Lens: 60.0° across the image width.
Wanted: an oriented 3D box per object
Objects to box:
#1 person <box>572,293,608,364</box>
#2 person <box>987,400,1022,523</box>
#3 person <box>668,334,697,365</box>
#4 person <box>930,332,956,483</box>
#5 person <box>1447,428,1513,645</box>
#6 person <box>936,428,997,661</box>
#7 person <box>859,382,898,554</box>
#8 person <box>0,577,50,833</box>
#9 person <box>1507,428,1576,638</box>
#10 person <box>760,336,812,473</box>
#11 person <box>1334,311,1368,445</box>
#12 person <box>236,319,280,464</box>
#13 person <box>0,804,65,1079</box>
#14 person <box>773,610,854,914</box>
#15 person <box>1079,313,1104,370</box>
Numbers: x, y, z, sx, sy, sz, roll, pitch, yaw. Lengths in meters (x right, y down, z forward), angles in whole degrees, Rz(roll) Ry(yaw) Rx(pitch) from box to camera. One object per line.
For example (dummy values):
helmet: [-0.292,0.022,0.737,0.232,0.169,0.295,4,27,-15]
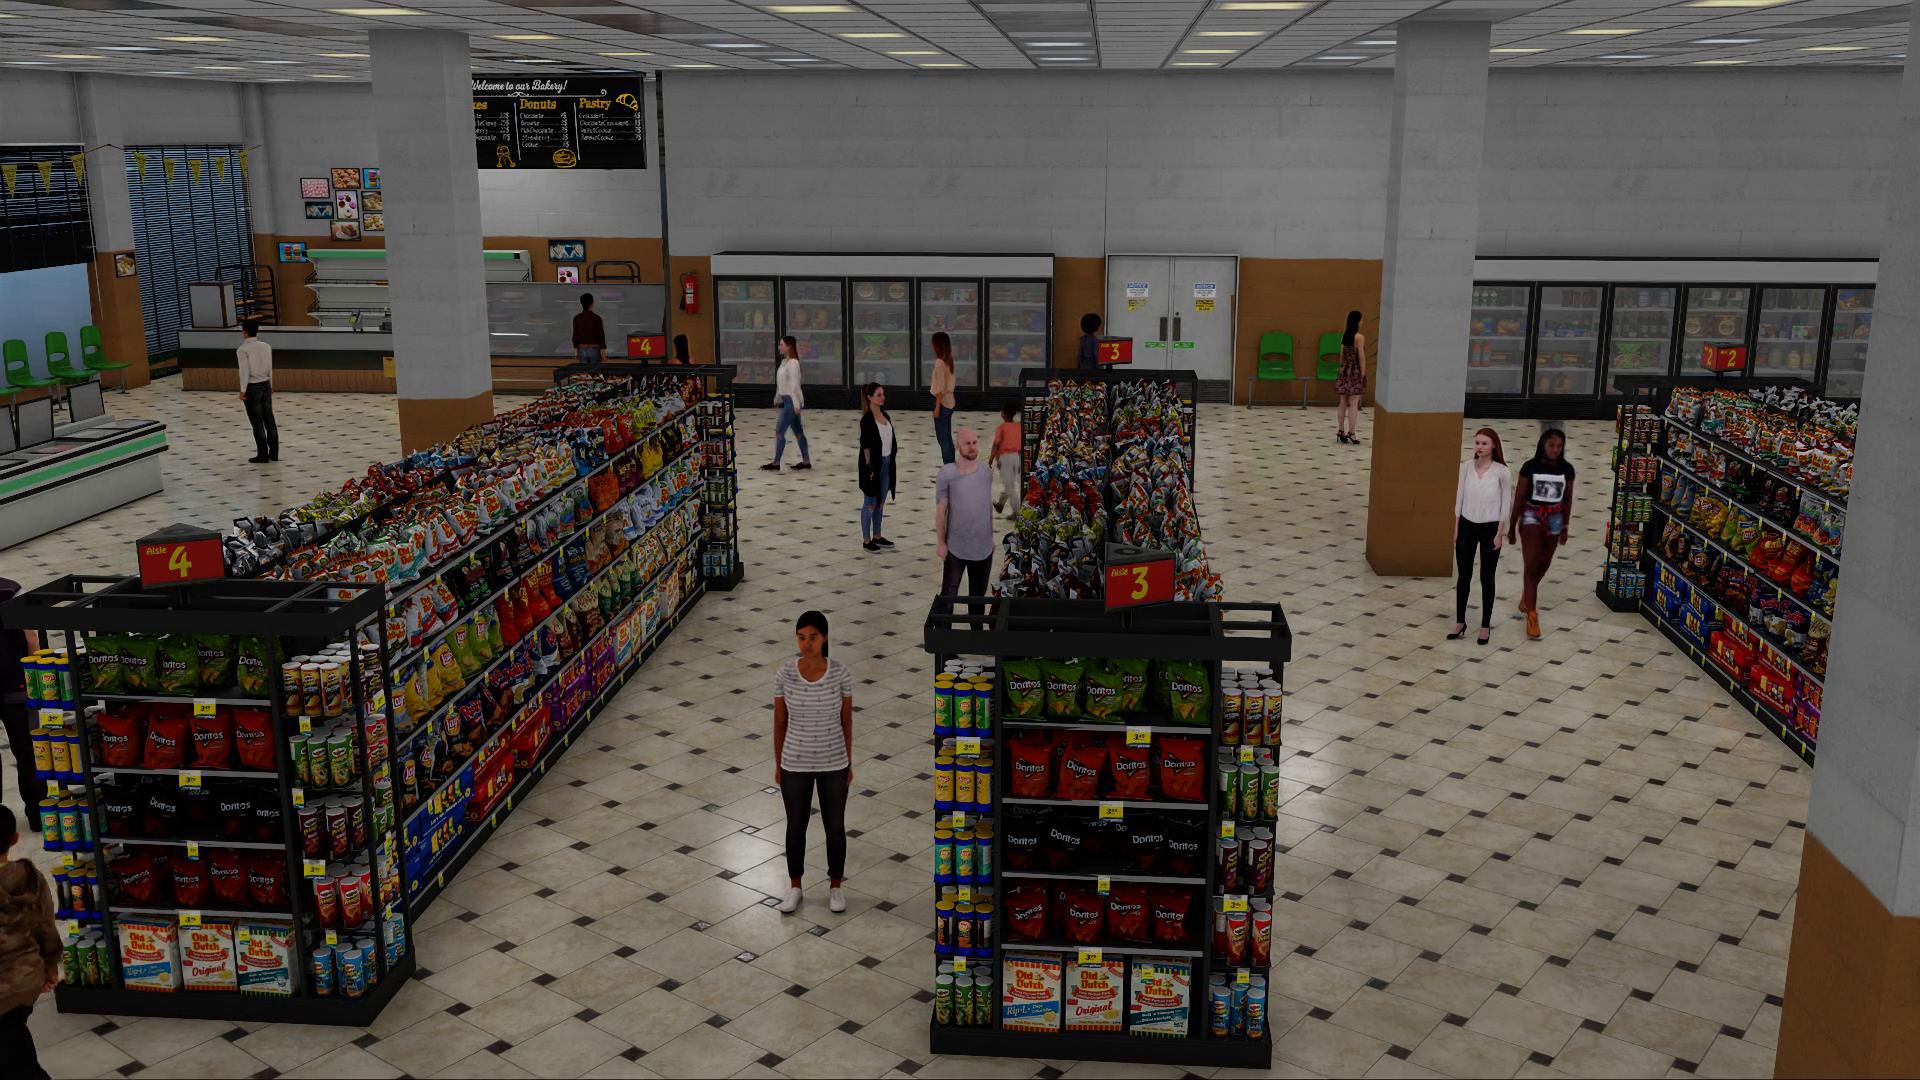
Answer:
person: [-5.499,-2.773,24.699,0.648,1.782,0.515,2,14,7]
person: [0.552,-0.816,17.684,0.822,1.283,0.929,-9,16,-33]
person: [-3.450,-1.751,20.735,0.720,1.663,0.635,12,18,42]
person: [-0.193,-1.578,19.752,0.692,1.790,0.524,4,14,15]
person: [4.210,-0.040,13.475,0.665,1.760,0.674,10,17,35]
person: [0.060,0.022,13.055,0.768,1.837,0.790,-8,16,-30]
person: [-0.843,-0.729,16.477,0.771,1.684,0.646,8,16,30]
person: [-5.628,0.828,9.709,0.734,1.848,0.717,-5,14,-19]
person: [4.824,-0.090,13.853,0.624,1.679,1.159,2,14,6]
person: [-1.971,-1.640,20.266,0.888,1.670,0.925,-4,14,-15]
person: [5.252,-2.183,22.282,0.860,1.773,0.782,-7,15,-28]
person: [-8.849,-1.881,20.958,0.783,1.811,0.619,7,15,25]
person: [-3.767,1.790,6.631,0.815,1.429,0.972,6,15,22]
person: [-0.767,1.162,8.759,0.590,1.646,0.556,0,14,-1]
person: [1.762,-2.218,22.564,0.729,1.710,0.633,-8,16,-30]
